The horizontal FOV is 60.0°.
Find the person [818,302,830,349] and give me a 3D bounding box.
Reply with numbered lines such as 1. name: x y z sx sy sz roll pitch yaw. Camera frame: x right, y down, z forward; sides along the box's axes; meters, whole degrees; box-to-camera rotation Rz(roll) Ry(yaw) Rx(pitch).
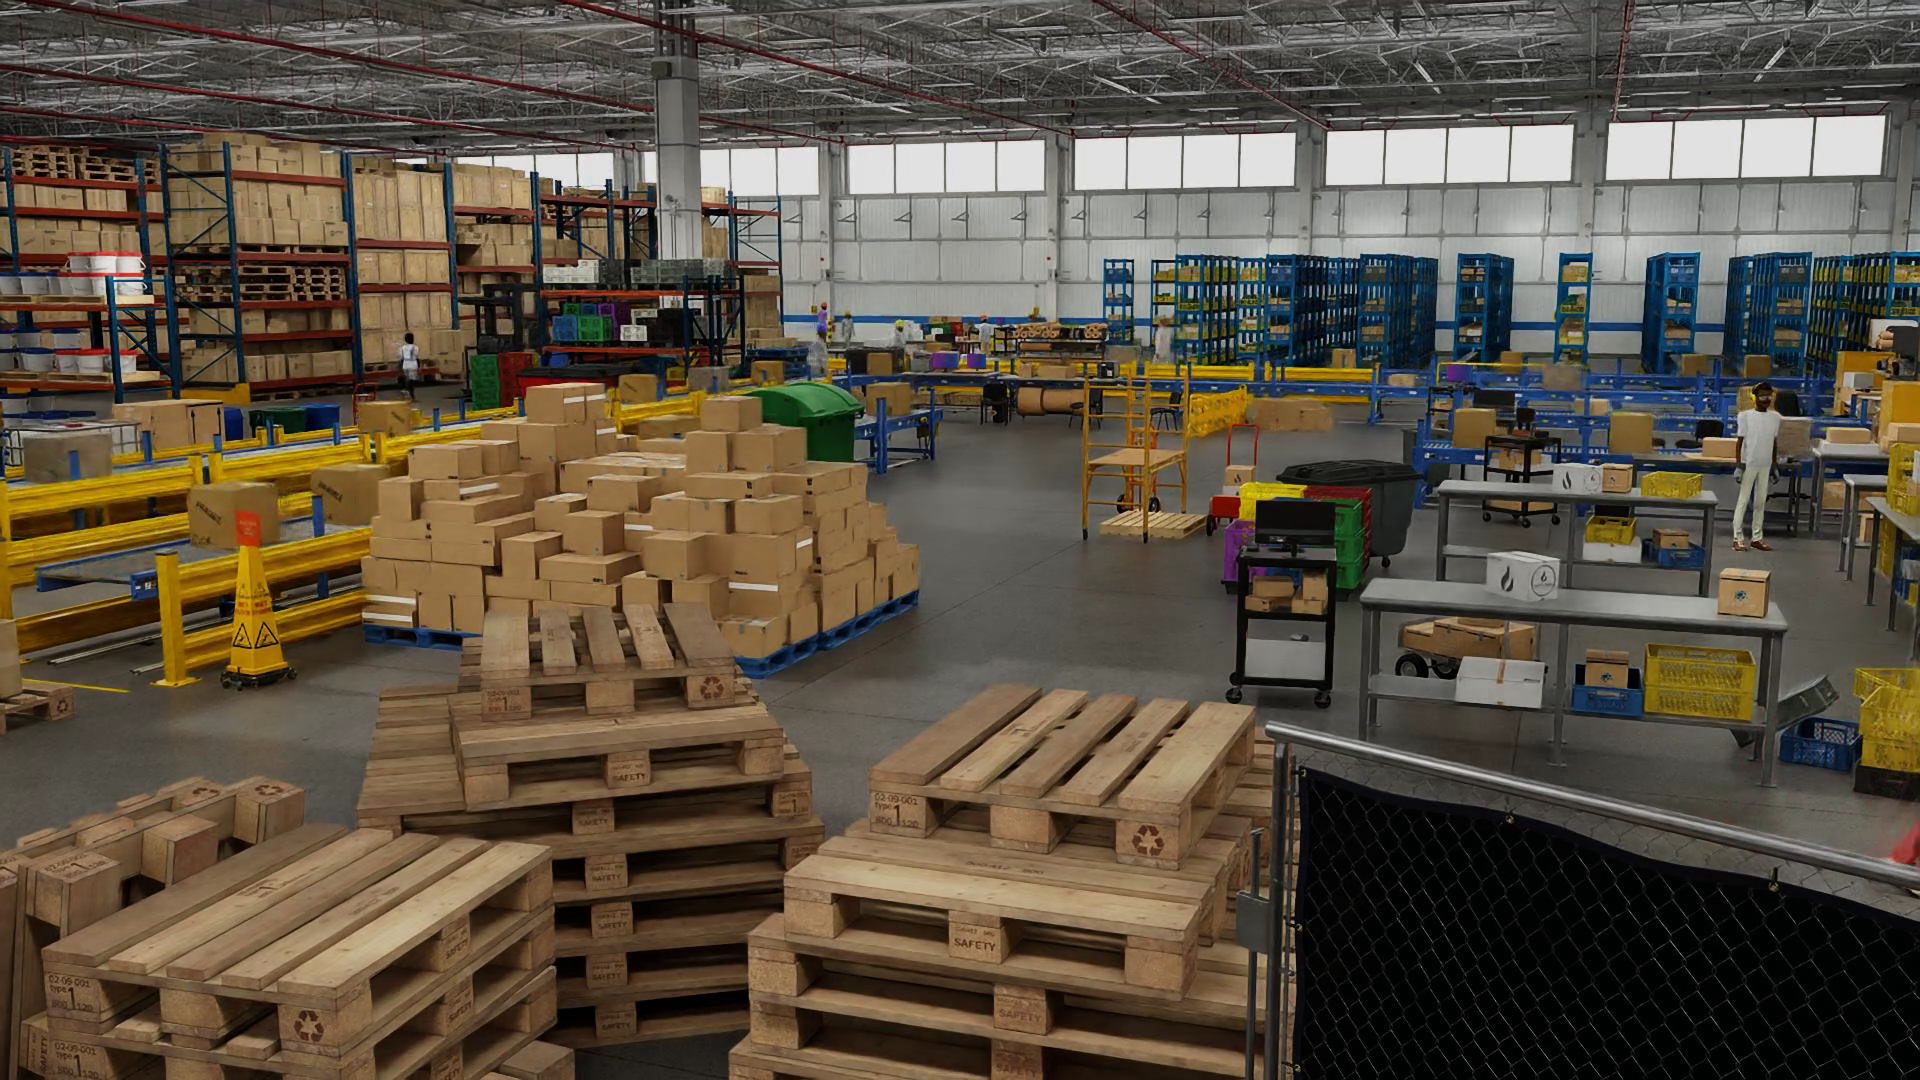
1. person: -5.555 -8.739 67.915 0.375 1.935 0.551 -8 12 -41

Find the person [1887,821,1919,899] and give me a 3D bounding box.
1. person: 4.788 0.923 7.856 0.722 1.744 0.537 6 11 35

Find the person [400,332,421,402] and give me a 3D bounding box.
1. person: -13.087 -4.095 39.519 0.546 1.684 0.520 4 10 26

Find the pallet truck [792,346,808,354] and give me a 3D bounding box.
1. pallet truck: -3.705 -4.298 42.022 0.653 1.274 1.630 3 10 20

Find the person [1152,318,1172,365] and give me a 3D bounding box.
1. person: 5.619 -5.205 46.042 0.678 1.854 0.964 -9 13 -44

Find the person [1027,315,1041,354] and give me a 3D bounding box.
1. person: 2.274 -6.231 52.659 1.012 1.780 0.570 1 9 4

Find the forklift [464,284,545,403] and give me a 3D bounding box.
1. forklift: -10.832 -4.702 39.610 1.129 2.768 1.873 3 10 20

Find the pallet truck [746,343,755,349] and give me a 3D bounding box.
1. pallet truck: -6.183 -4.618 44.264 1.601 1.201 0.680 -9 12 -43

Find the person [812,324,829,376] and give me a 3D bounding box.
1. person: -3.249 -4.087 38.852 1.024 1.893 0.639 2 9 11

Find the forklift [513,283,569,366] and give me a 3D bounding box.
1. forklift: -11.357 -5.447 44.292 1.129 2.768 1.873 3 10 20

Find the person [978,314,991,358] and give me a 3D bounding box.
1. person: 0.787 -6.557 54.785 0.342 1.751 0.564 7 12 39

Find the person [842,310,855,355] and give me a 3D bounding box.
1. person: -4.288 -7.853 63.064 0.488 1.708 0.842 -8 12 -41

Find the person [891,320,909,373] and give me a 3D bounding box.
1. person: -1.645 -5.288 46.709 0.935 1.779 0.596 3 10 20

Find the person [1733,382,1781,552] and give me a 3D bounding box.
1. person: 8.762 -0.799 18.267 0.518 1.872 0.326 -1 9 -7
